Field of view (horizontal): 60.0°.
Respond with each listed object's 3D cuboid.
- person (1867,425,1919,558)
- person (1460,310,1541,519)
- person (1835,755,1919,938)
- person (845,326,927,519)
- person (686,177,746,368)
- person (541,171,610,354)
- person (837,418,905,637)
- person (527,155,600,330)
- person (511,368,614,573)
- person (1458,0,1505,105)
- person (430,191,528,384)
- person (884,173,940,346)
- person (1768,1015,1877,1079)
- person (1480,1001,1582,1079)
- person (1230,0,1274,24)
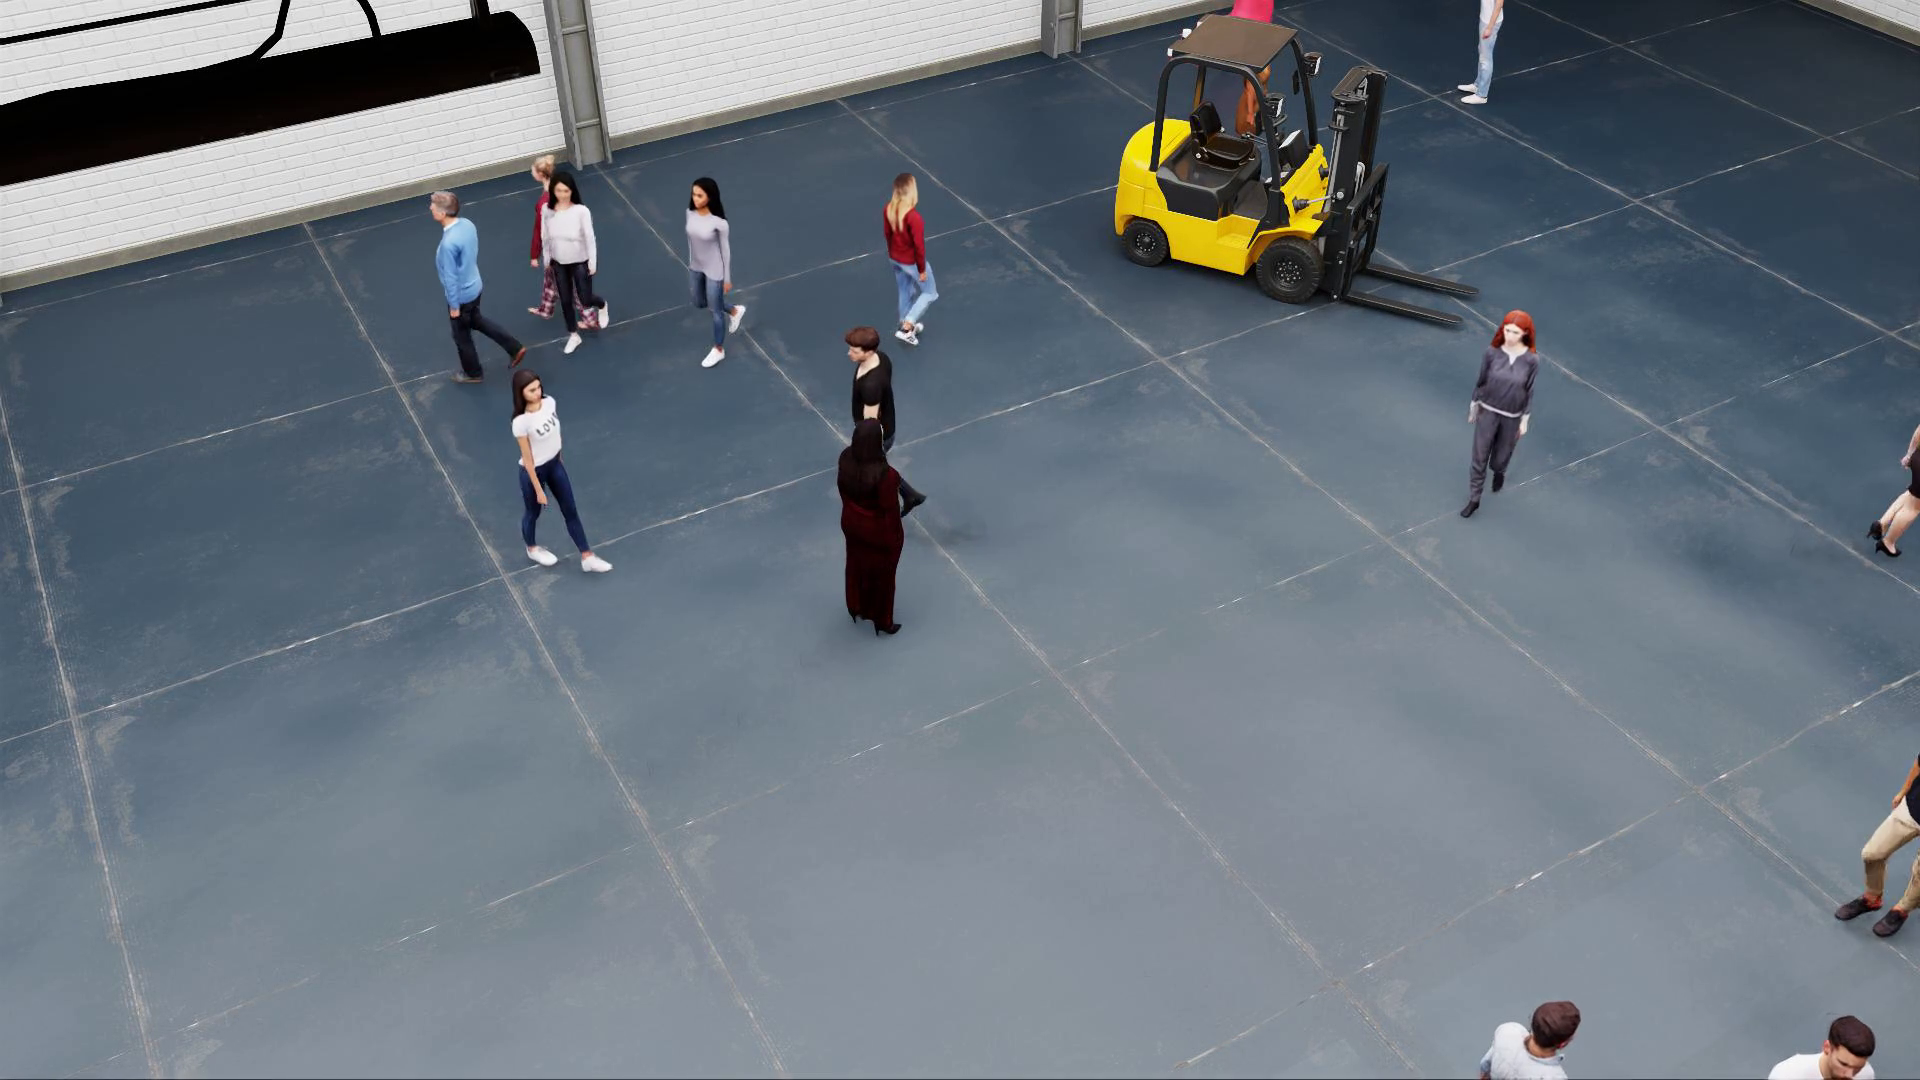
[{"bbox_3d":[6.971,-0.512,12.096,0.744,1.637,0.687,-2,39,-2],"label":"person"},{"bbox_3d":[4.099,-0.974,12.575,0.797,1.762,0.890,19,42,22],"label":"person"},{"bbox_3d":[5.538,1.542,9.358,0.641,1.843,0.680,-17,42,-20],"label":"person"},{"bbox_3d":[-0.536,-0.796,12.261,0.989,1.875,0.917,2,39,2],"label":"person"},{"bbox_3d":[-2.091,-2.354,14.335,0.814,1.722,0.968,26,45,29],"label":"person"},{"bbox_3d":[-3.349,-2.472,14.511,0.895,1.686,0.947,9,39,11],"label":"person"},{"bbox_3d":[-0.621,-0.092,11.474,0.744,1.756,0.729,29,47,31],"label":"person"},{"bbox_3d":[-3.488,-2.587,14.671,1.074,1.666,0.983,6,39,8],"label":"person"},{"bbox_3d":[-3.090,-0.502,11.997,1.000,1.745,1.020,18,42,21],"label":"person"},{"bbox_3d":[5.931,-5.813,18.562,0.760,1.851,0.720,6,39,8],"label":"person"},{"bbox_3d":[-4.086,-2.095,13.946,1.060,1.801,0.950,2,39,3],"label":"person"},{"bbox_3d":[-0.487,-2.403,14.473,0.736,1.625,0.798,28,46,31],"label":"person"},{"bbox_3d":[3.862,2.817,7.758,0.614,1.850,0.794,-7,39,-9],"label":"person"},{"bbox_3d":[2.591,2.773,7.815,0.554,1.847,0.668,-16,41,-19],"label":"person"},{"bbox_3d":[3.418,-6.457,19.492,0.877,1.698,1.088,23,44,26],"label":"person"}]
